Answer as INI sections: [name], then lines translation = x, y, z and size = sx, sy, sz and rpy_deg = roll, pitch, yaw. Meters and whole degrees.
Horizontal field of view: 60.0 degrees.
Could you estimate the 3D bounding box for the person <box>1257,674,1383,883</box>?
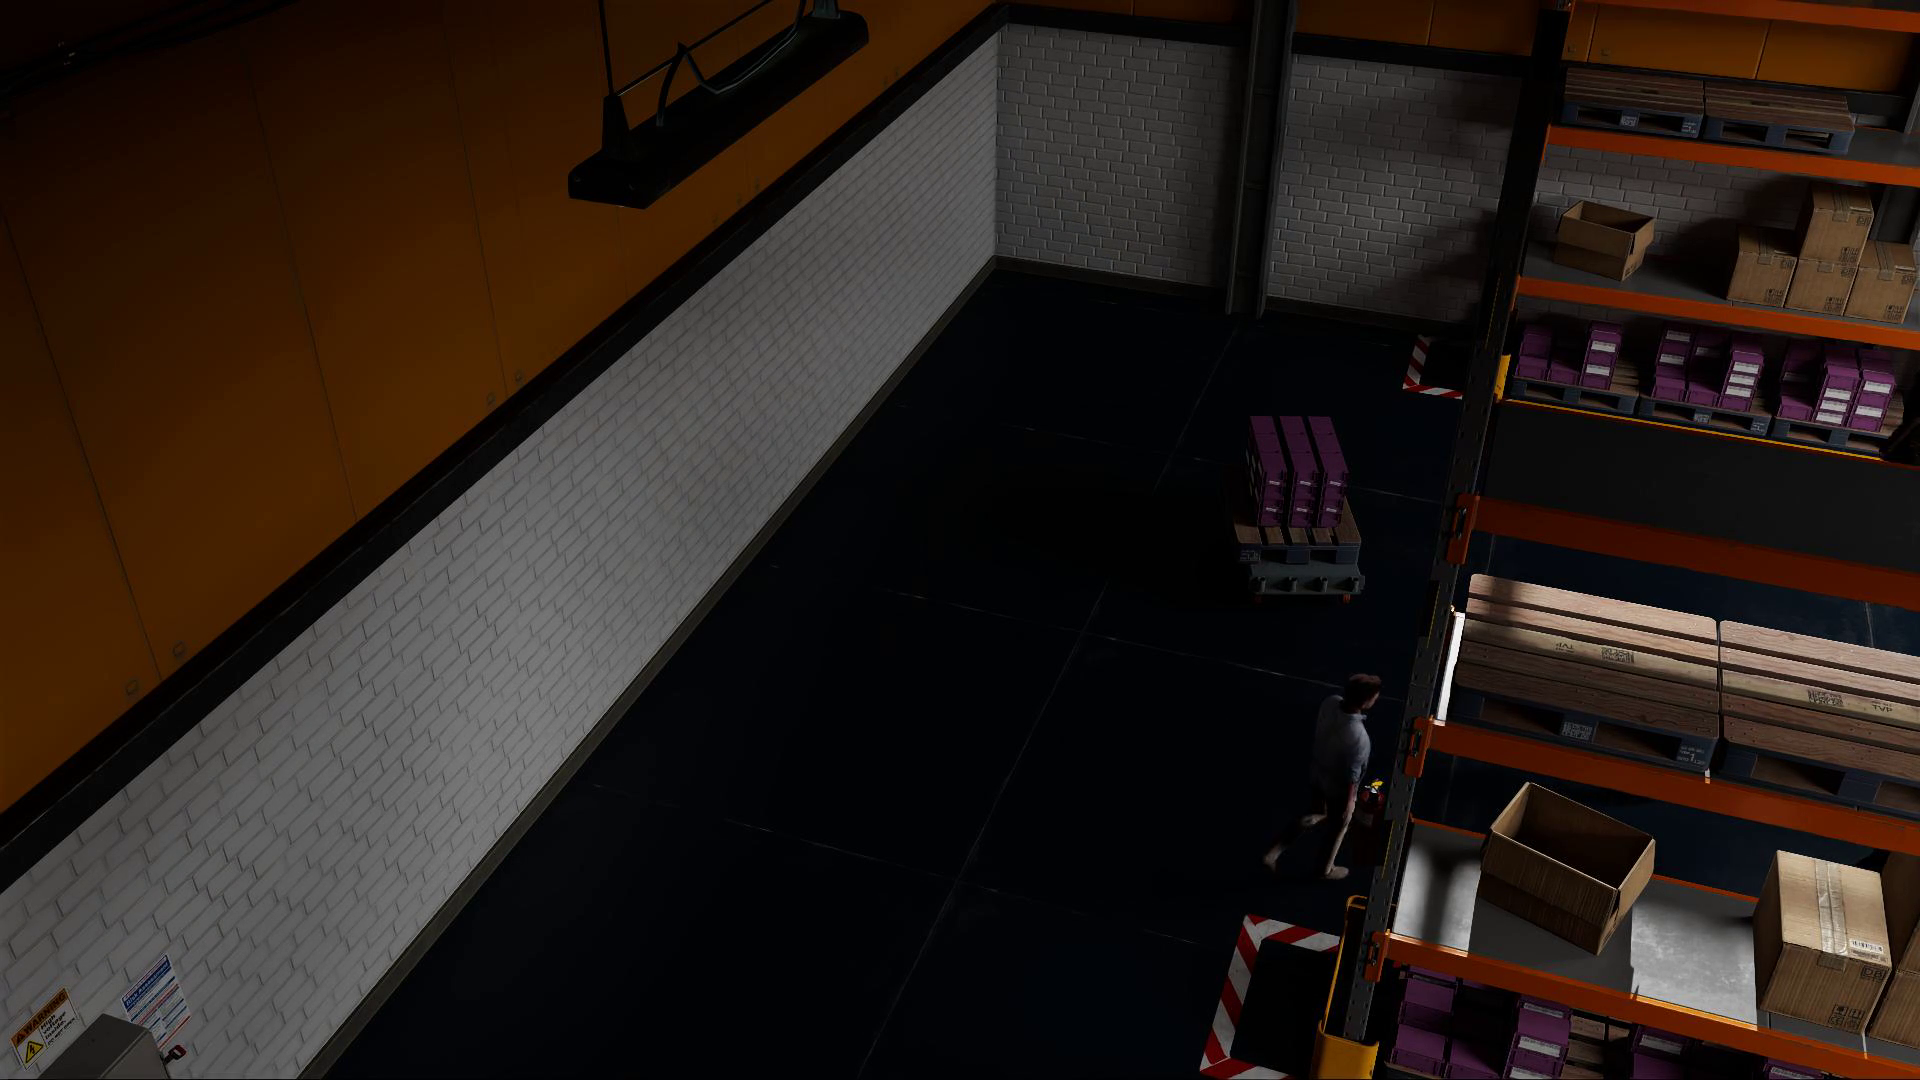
[person]
translation = 2.286, 1.572, 10.569
size = 1.055, 1.821, 0.971
rpy_deg = -13, 36, -18
